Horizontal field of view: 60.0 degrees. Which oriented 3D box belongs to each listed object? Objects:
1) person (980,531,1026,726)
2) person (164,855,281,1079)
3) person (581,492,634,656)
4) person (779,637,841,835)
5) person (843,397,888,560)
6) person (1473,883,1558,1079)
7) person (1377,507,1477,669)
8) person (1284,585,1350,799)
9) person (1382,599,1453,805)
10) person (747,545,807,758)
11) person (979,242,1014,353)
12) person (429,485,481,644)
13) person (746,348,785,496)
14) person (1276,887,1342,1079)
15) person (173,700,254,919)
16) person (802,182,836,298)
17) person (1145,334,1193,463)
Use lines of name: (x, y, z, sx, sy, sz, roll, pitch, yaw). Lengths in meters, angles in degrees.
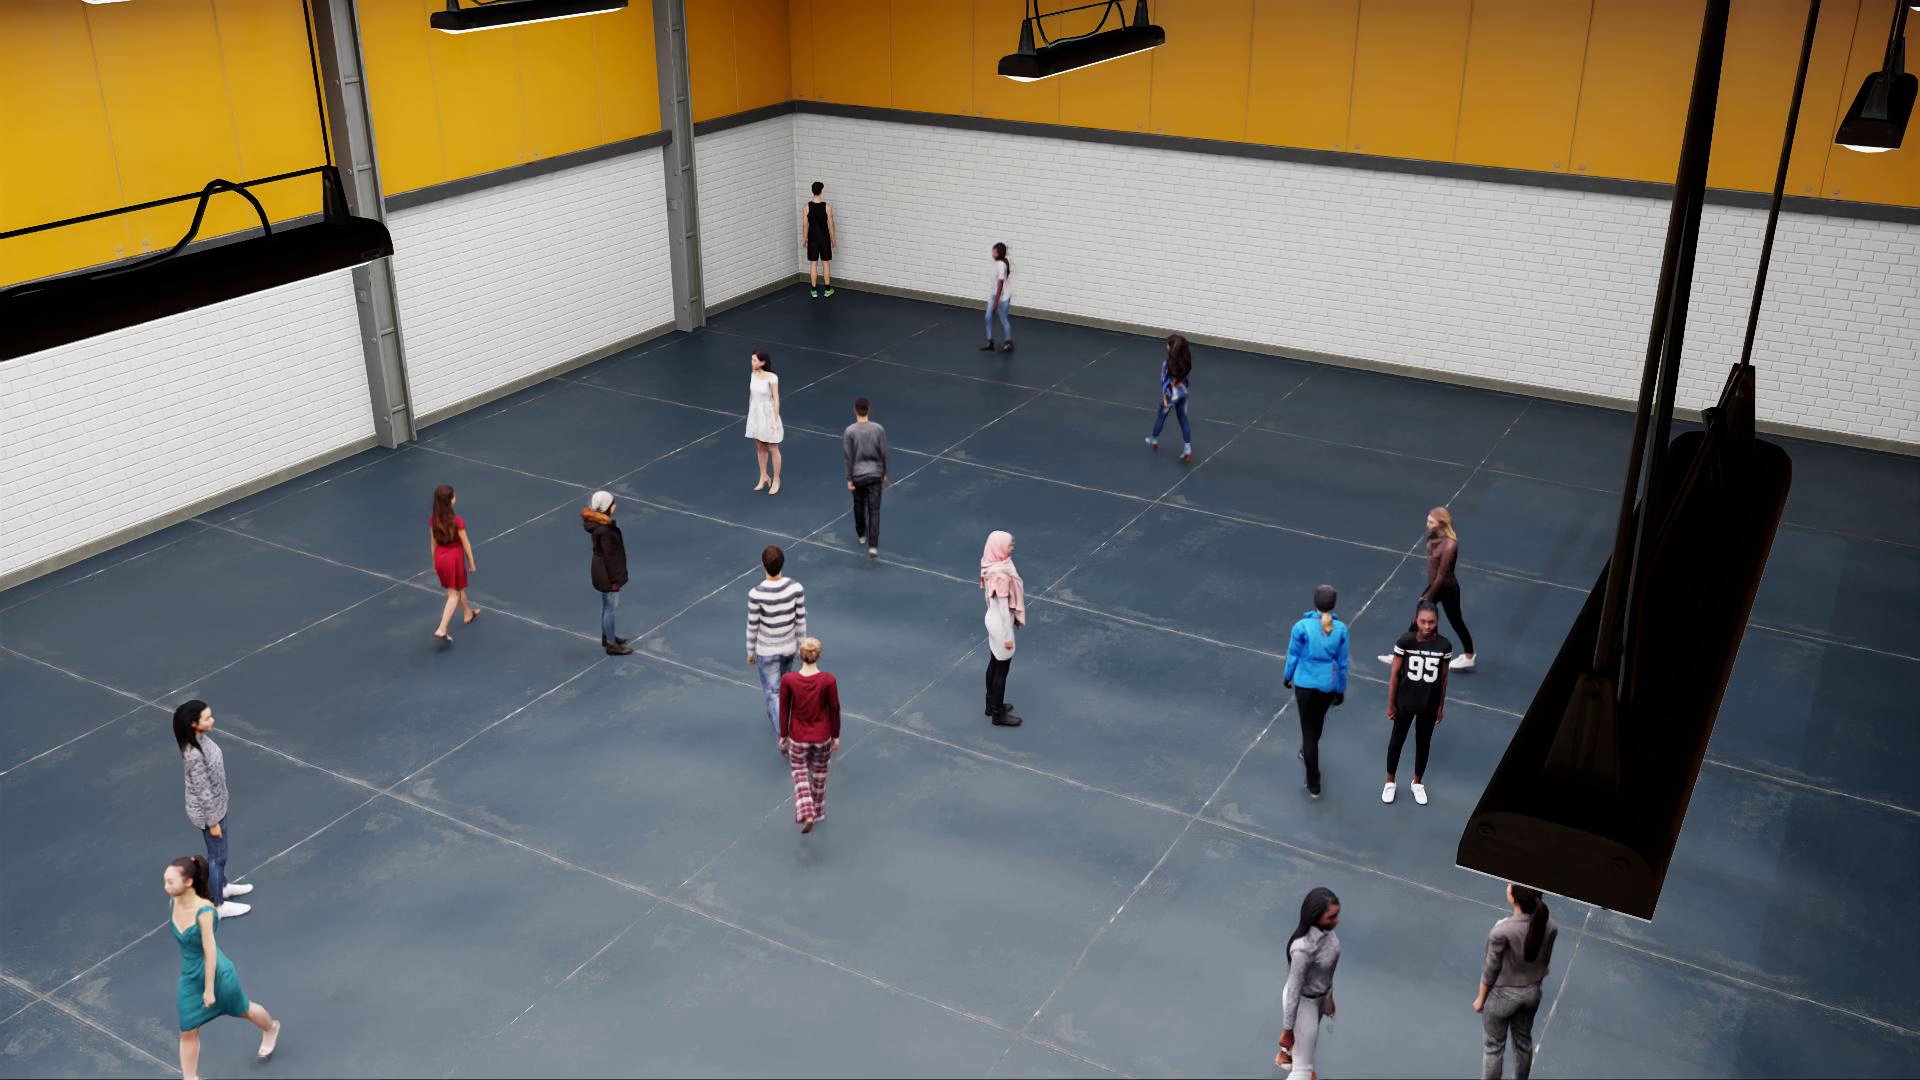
person: (0.347, 0.759, 14.492, 0.799, 1.805, 0.736, -6, 24, -13)
person: (-4.579, 2.675, 10.309, 0.593, 1.644, 1.019, 12, 26, 25)
person: (-3.342, 0.298, 15.759, 0.793, 1.635, 0.744, -8, 25, -18)
person: (-1.166, 1.538, 12.865, 0.864, 1.680, 0.950, -2, 24, -4)
person: (-0.987, -0.642, 17.785, 1.028, 1.735, 1.199, -2, 24, -4)
person: (3.339, 2.762, 10.069, 0.714, 1.677, 0.781, -7, 25, -16)
person: (4.523, 0.504, 15.290, 1.123, 1.632, 1.148, -2, 24, -5)
person: (2.883, 1.246, 13.419, 0.938, 1.771, 1.163, 1, 24, 3)
person: (3.665, 1.299, 13.351, 0.698, 1.729, 0.710, 2, 24, 6)
person: (-1.520, 0.962, 14.013, 1.188, 1.816, 1.158, -10, 26, -22)
person: (0.618, -3.568, 24.536, 0.915, 1.690, 0.839, -6, 24, -12)
person: (-4.937, 0.248, 16.015, 0.724, 1.522, 1.103, 7, 25, 16)
person: (-2.281, -1.395, 19.459, 0.692, 1.773, 0.688, 18, 29, 35)
person: (2.058, 2.810, 9.938, 0.973, 1.694, 0.691, 15, 28, 31)
person: (-5.408, 1.913, 11.944, 0.729, 1.731, 0.702, -10, 26, -22)
person: (-2.338, -4.972, 27.497, 0.781, 1.890, 0.773, 0, 24, -1)
person: (2.697, -1.719, 20.456, 1.075, 1.569, 1.011, -13, 27, -27)
